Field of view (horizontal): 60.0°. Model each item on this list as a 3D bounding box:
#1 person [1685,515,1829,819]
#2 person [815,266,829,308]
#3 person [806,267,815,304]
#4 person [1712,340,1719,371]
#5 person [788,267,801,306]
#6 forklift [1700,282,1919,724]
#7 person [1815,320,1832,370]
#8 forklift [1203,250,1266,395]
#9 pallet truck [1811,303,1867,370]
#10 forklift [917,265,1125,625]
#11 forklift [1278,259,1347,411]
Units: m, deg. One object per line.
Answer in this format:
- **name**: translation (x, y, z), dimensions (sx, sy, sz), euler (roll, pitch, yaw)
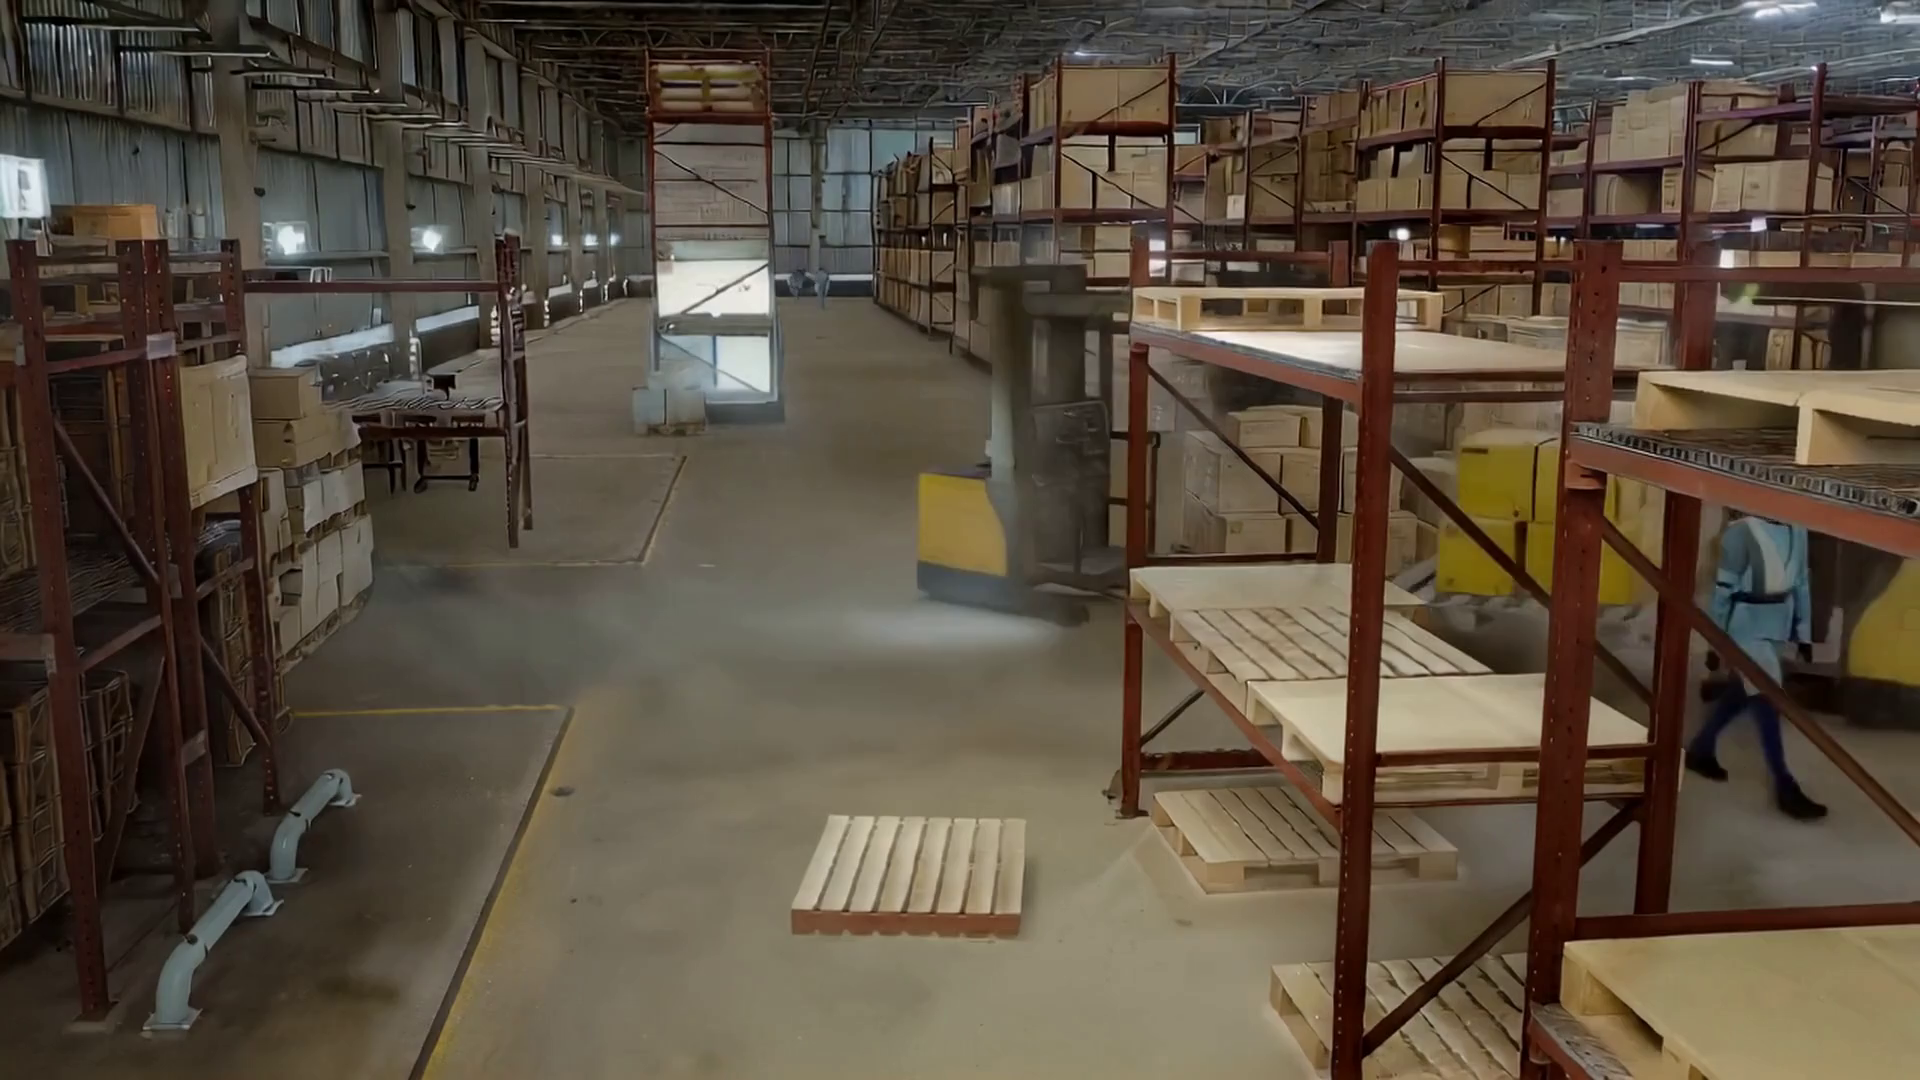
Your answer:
- **person**: translation (4.354, 0.481, 9.036), dimensions (0.558, 1.890, 0.977), euler (-5, 11, -24)
- **person**: translation (-6.205, -11.401, 74.884), dimensions (0.639, 1.884, 0.724), euler (-2, 10, -9)
- **person**: translation (-7.121, -12.106, 79.148), dimensions (0.381, 1.740, 0.584), euler (-5, 11, -26)
- **person**: translation (10.589, -2.049, 23.720), dimensions (0.514, 1.642, 0.314), euler (-4, 11, -23)
- **person**: translation (-7.637, -11.664, 76.525), dimensions (0.585, 1.807, 0.840), euler (-2, 10, -10)
- **forklift**: translation (5.920, -0.302, 10.605), dimensions (1.873, 2.768, 1.129), euler (6, 12, 30)
- **person**: translation (12.579, -2.259, 24.156), dimensions (0.387, 1.910, 0.592), euler (6, 12, 31)
- **forklift**: translation (5.577, -4.352, 33.049), dimensions (1.129, 2.768, 1.873), euler (-1, 10, -6)
- **pallet truck**: translation (15.846, -3.142, 28.793), dimensions (1.885, 1.965, 0.823), euler (2, 10, 12)
- **forklift**: translation (0.629, -0.872, 13.765), dimensions (1.873, 2.768, 1.129), euler (9, 14, 42)
- **forklift**: translation (5.522, -3.169, 26.492), dimensions (1.129, 2.768, 1.873), euler (8, 13, 38)
